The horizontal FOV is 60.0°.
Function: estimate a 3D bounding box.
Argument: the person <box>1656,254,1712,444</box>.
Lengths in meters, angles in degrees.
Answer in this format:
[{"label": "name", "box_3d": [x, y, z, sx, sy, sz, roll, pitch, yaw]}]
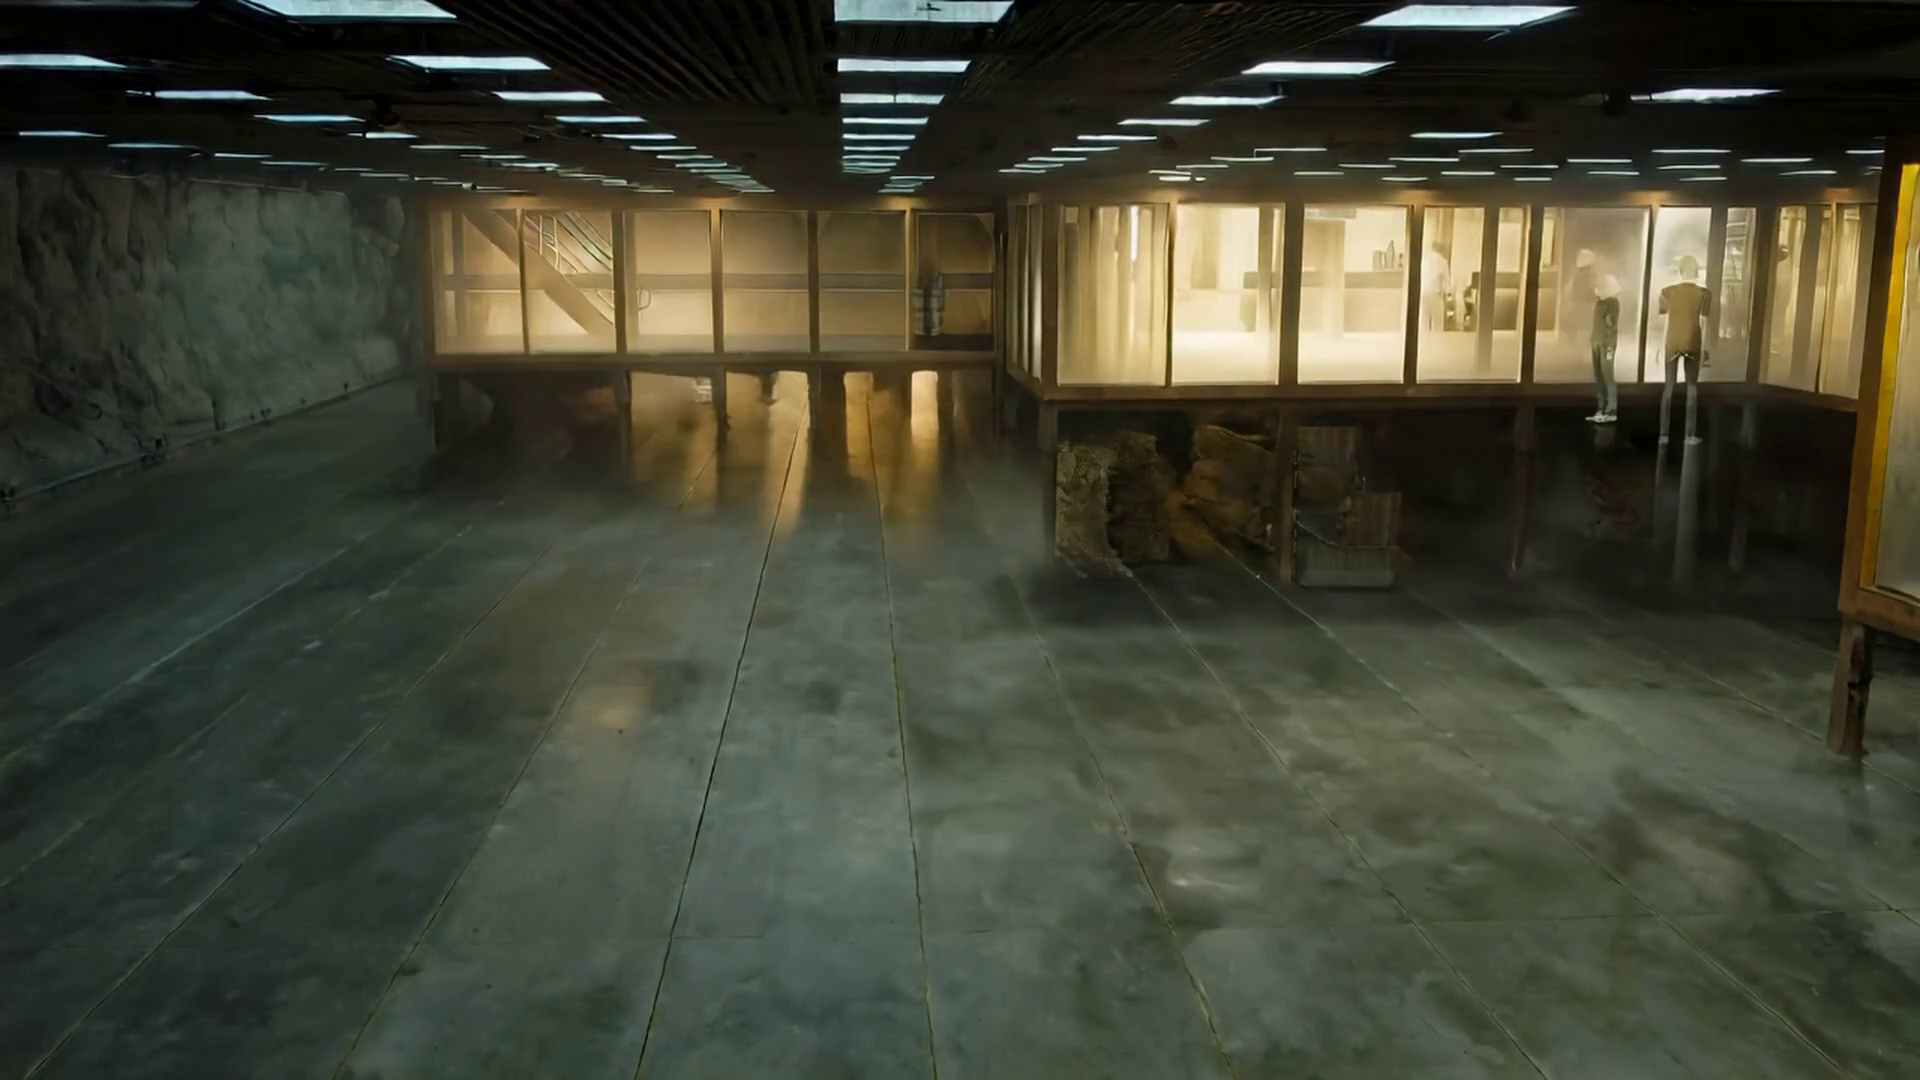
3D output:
[{"label": "person", "box_3d": [7.135, -1.873, 16.396, 0.509, 1.872, 0.328, 7, 13, 34]}]

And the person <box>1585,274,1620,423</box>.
[{"label": "person", "box_3d": [7.068, -2.092, 18.241, 0.291, 1.623, 0.501, 0, 11, -1]}]
